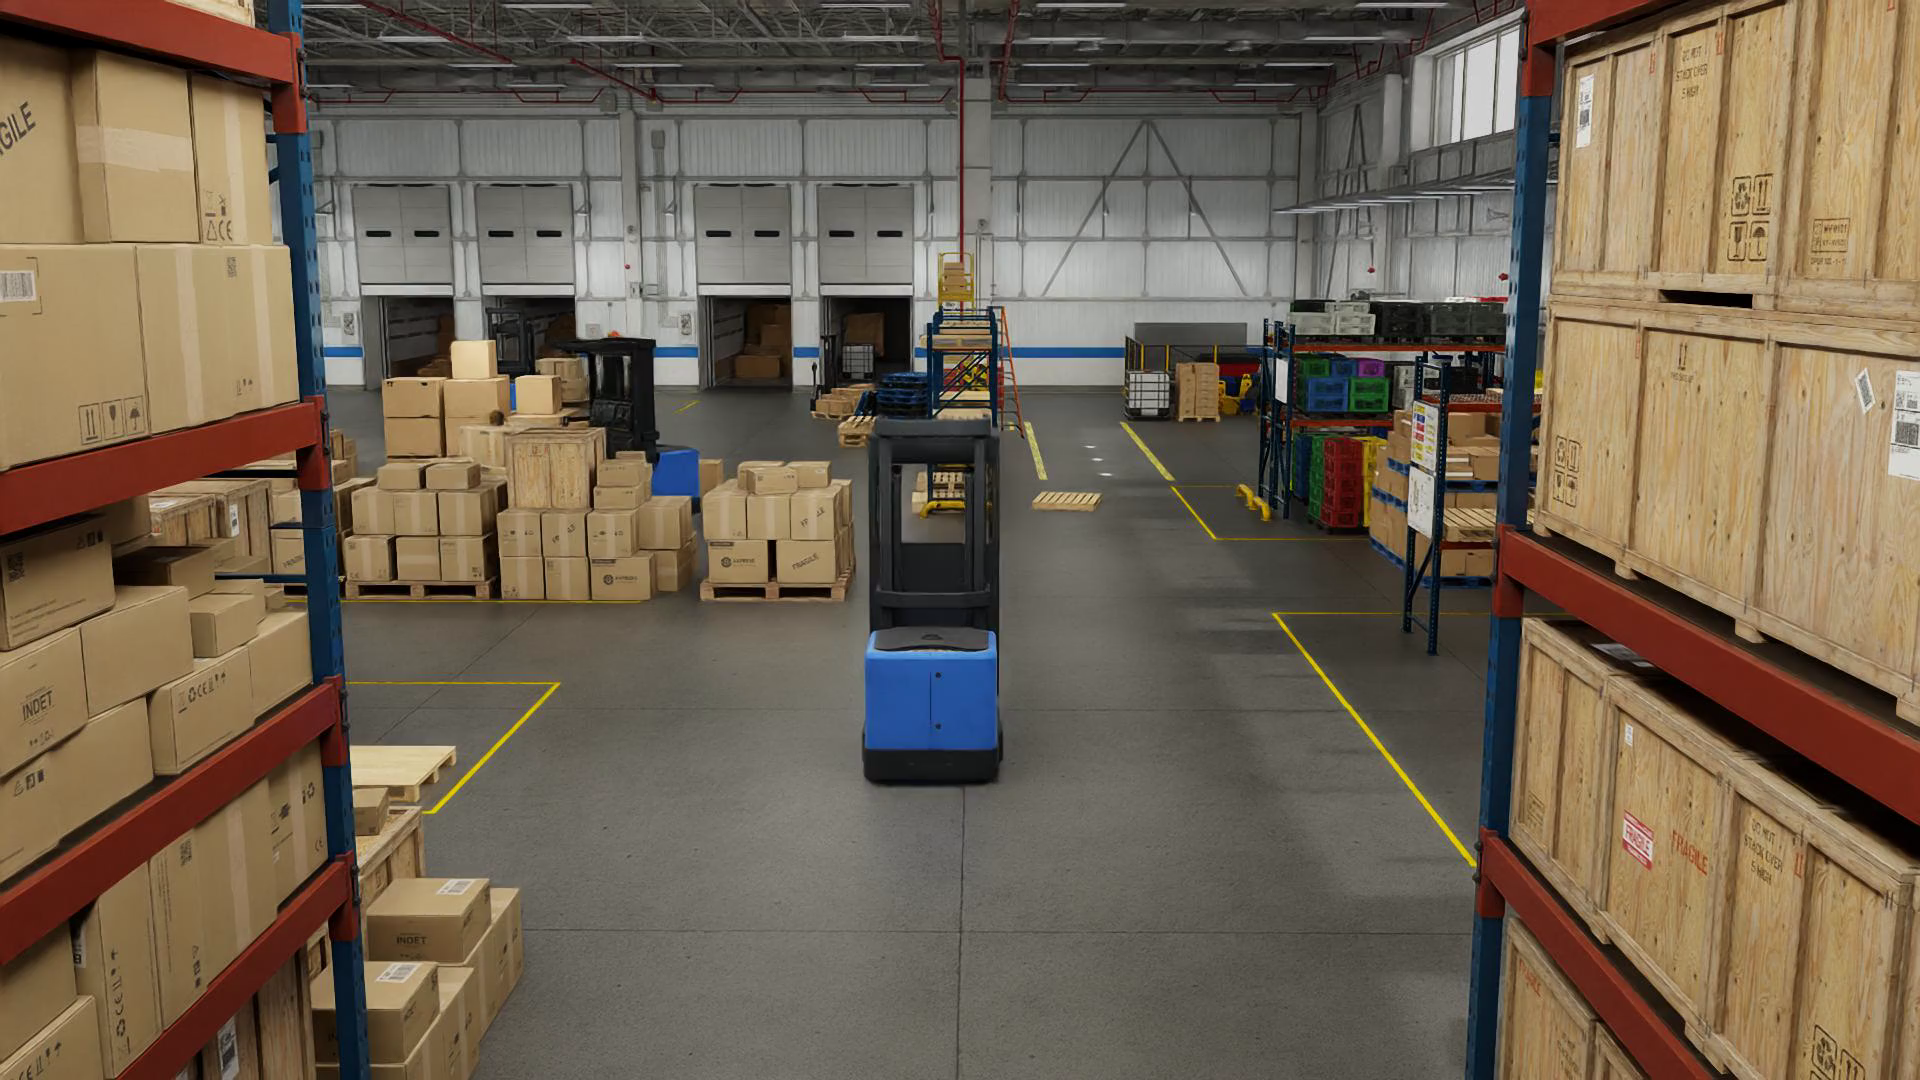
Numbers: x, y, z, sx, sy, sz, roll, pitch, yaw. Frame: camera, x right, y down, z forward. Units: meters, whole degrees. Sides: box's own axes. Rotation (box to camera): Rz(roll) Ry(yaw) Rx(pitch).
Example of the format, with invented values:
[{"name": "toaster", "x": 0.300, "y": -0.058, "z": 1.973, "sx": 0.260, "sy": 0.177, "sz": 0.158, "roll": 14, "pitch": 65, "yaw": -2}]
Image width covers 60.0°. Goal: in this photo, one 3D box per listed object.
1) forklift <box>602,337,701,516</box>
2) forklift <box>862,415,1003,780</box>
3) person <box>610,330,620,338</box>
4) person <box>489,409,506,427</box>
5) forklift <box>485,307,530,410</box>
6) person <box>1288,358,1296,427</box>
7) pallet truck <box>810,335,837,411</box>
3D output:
[{"name": "forklift", "x": -5.028, "y": -1.701, "z": 25.518, "sx": 1.129, "sy": 2.768, "sz": 1.873, "roll": 8, "pitch": 13, "yaw": 40}, {"name": "forklift", "x": -0.217, "y": 0.374, "z": 13.542, "sx": 1.129, "sy": 2.768, "sz": 1.873, "roll": 0, "pitch": 10, "yaw": 1}, {"name": "person", "x": -9.748, "y": -4.959, "z": 47.039, "sx": 0.374, "sy": 1.935, "sz": 0.550, "roll": 8, "pitch": 13, "yaw": 40}, {"name": "person", "x": -6.824, "y": -0.924, "z": 23.894, "sx": 0.789, "sy": 1.901, "sz": 0.650, "roll": -10, "pitch": 14, "yaw": -44}, {"name": "forklift", "x": -10.754, "y": -4.150, "z": 39.646, "sx": 1.129, "sy": 2.768, "sz": 1.873, "roll": 0, "pitch": 10, "yaw": 1}, {"name": "person", "x": 7.254, "y": -3.202, "z": 36.968, "sx": 0.810, "sy": 1.915, "sz": 0.547, "roll": -2, "pitch": 10, "yaw": -14}, {"name": "pallet truck", "x": -3.021, "y": -4.312, "z": 43.126, "sx": 1.885, "sy": 1.965, "sz": 0.823, "roll": 3, "pitch": 10, "yaw": 17}]
